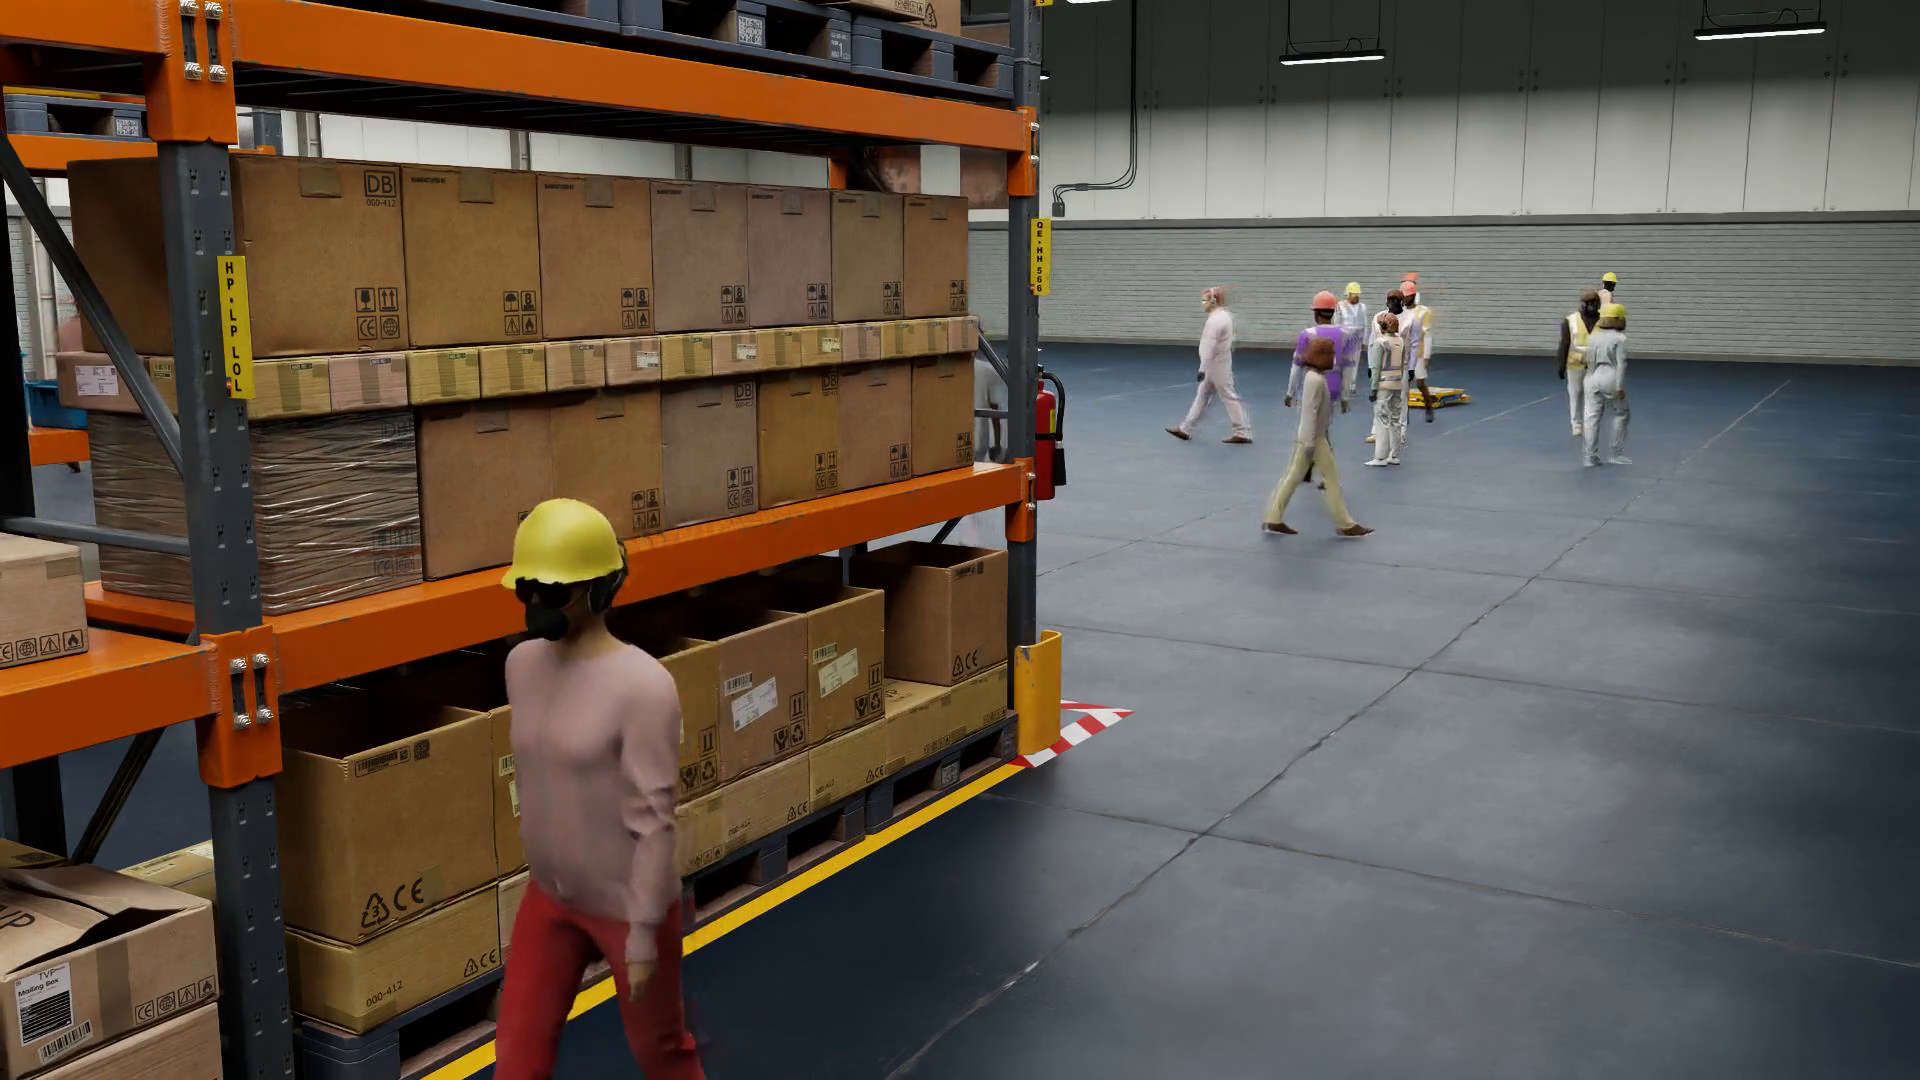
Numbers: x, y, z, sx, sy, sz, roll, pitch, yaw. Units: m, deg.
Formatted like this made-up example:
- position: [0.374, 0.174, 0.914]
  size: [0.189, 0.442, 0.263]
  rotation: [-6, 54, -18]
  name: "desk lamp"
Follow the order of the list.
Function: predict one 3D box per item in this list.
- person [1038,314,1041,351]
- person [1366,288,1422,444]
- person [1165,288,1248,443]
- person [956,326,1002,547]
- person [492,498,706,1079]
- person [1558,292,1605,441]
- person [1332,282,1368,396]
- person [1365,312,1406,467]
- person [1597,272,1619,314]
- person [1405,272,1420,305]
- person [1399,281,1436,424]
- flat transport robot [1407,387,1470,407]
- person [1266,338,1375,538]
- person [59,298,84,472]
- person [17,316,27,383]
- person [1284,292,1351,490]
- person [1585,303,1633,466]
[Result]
- position: [1.695, -5.403, 39.112]
  size: [0.382, 1.923, 0.591]
  rotation: [-5, 11, -26]
  name: "person"
- position: [5.135, -2.059, 19.777]
  size: [0.627, 1.844, 0.429]
  rotation: [7, 12, 34]
  name: "person"
- position: [2.991, -2.067, 19.814]
  size: [1.008, 1.841, 0.648]
  rotation: [2, 10, 11]
  name: "person"
- position: [0.032, -0.620, 11.434]
  size: [0.525, 1.823, 1.000]
  rotation: [-2, 10, -14]
  name: "person"
- position: [-0.831, 0.779, 3.509]
  size: [0.545, 1.727, 0.817]
  rotation: [7, 12, 34]
  name: "person"
- position: [7.665, -2.134, 20.373]
  size: [0.639, 1.796, 0.944]
  rotation: [3, 10, 18]
  name: "person"
- position: [6.217, -3.213, 26.592]
  size: [0.596, 1.820, 0.511]
  rotation: [-3, 10, -16]
  name: "person"
- position: [4.539, -1.594, 17.665]
  size: [0.513, 1.635, 0.311]
  rotation: [-9, 13, -42]
  name: "person"
- position: [12.021, -4.017, 30.999]
  size: [0.375, 1.922, 0.594]
  rotation: [1, 10, 3]
  name: "person"
- position: [8.792, -4.327, 32.835]
  size: [0.786, 1.919, 0.543]
  rotation: [-9, 13, -43]
  name: "person"
- position: [6.052, -2.481, 22.105]
  size: [0.570, 1.903, 0.741]
  rotation: [9, 13, 42]
  name: "person"
- position: [7.034, -2.141, 24.842]
  size: [0.652, 0.197, 1.431]
  rotation: [8, 12, 38]
  name: "flat transport robot"
- position: [2.843, -0.803, 13.159]
  size: [0.847, 1.582, 0.515]
  rotation: [2, 10, 9]
  name: "person"
- position: [-9.079, -1.652, 17.330]
  size: [0.650, 1.867, 0.905]
  rotation: [4, 10, 21]
  name: "person"
- position: [-10.656, -1.885, 18.401]
  size: [0.368, 1.963, 0.603]
  rotation: [7, 12, 35]
  name: "person"
- position: [3.463, -1.447, 16.070]
  size: [0.547, 1.884, 0.996]
  rotation: [-3, 10, -19]
  name: "person"
- position: [6.941, -1.644, 17.673]
  size: [0.639, 1.719, 0.507]
  rotation: [-5, 11, -25]
  name: "person"
